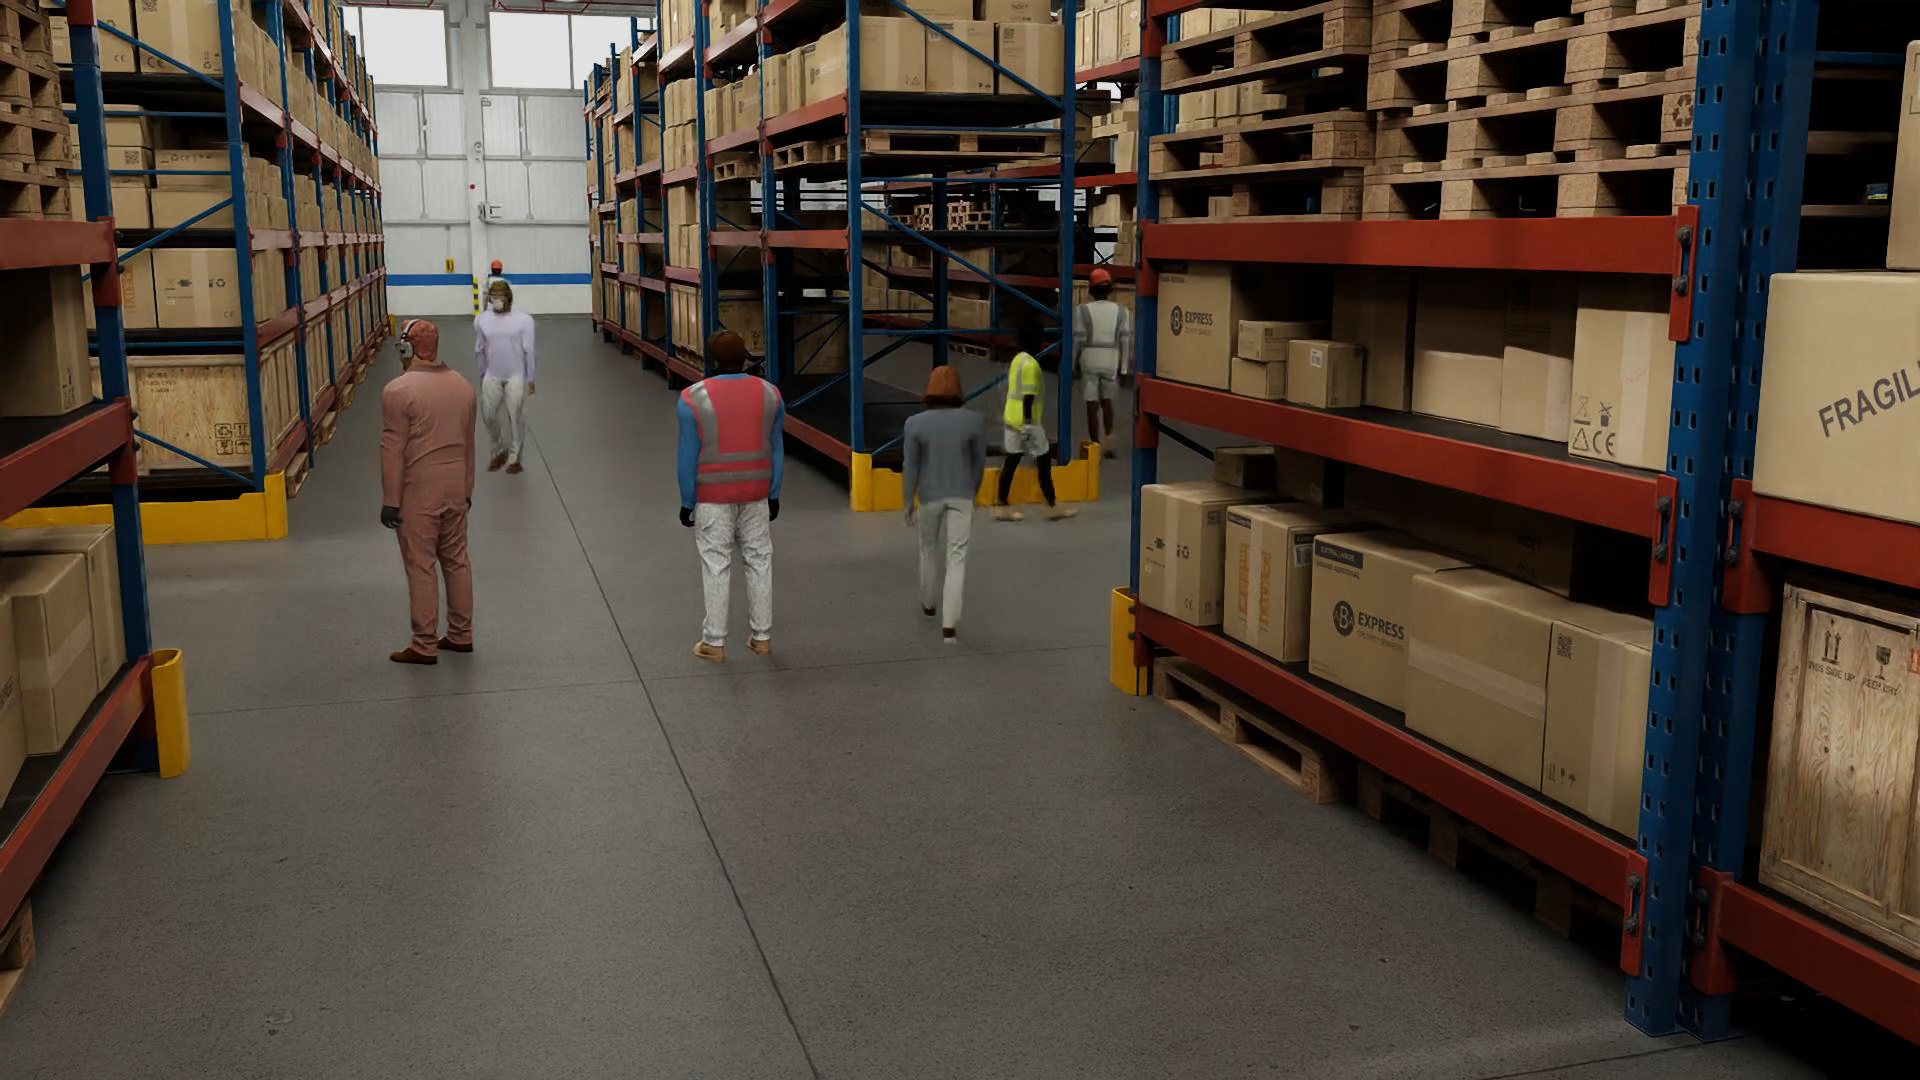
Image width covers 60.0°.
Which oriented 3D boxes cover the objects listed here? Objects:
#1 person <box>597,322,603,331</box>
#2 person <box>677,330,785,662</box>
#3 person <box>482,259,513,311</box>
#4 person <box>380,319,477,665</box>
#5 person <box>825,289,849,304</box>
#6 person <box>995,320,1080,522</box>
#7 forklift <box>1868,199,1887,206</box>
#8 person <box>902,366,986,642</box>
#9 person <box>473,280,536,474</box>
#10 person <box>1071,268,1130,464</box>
[{"bbox_3d":[-8.769,-6.023,41.553,0.732,1.616,0.513,-2,11,-13],"label":"person"},{"bbox_3d":[-1.281,-0.243,9.253,0.625,1.844,0.429,-6,12,-29],"label":"person"},{"bbox_3d":[-8.804,-4.369,31.661,0.568,1.913,0.604,-5,11,-24],"label":"person"},{"bbox_3d":[-2.964,-0.268,9.239,0.400,1.901,0.643,5,11,25],"label":"person"},{"bbox_3d":[-2.284,-4.369,31.878,0.627,1.843,0.429,-9,14,-41],"label":"person"},{"bbox_3d":[0.644,-0.971,13.684,0.787,1.662,0.549,-3,11,-14],"label":"person"},{"bbox_3d":[11.338,-2.915,21.052,1.129,2.768,1.873,-3,11,-17],"label":"forklift"},{"bbox_3d":[-0.094,-0.234,9.888,0.490,1.583,0.831,0,10,0],"label":"person"},{"bbox_3d":[-4.504,-1.599,16.467,0.637,1.925,0.484,0,10,0],"label":"person"},{"bbox_3d":[1.431,-1.805,17.324,0.623,2.023,0.543,-2,11,-13],"label":"person"}]
